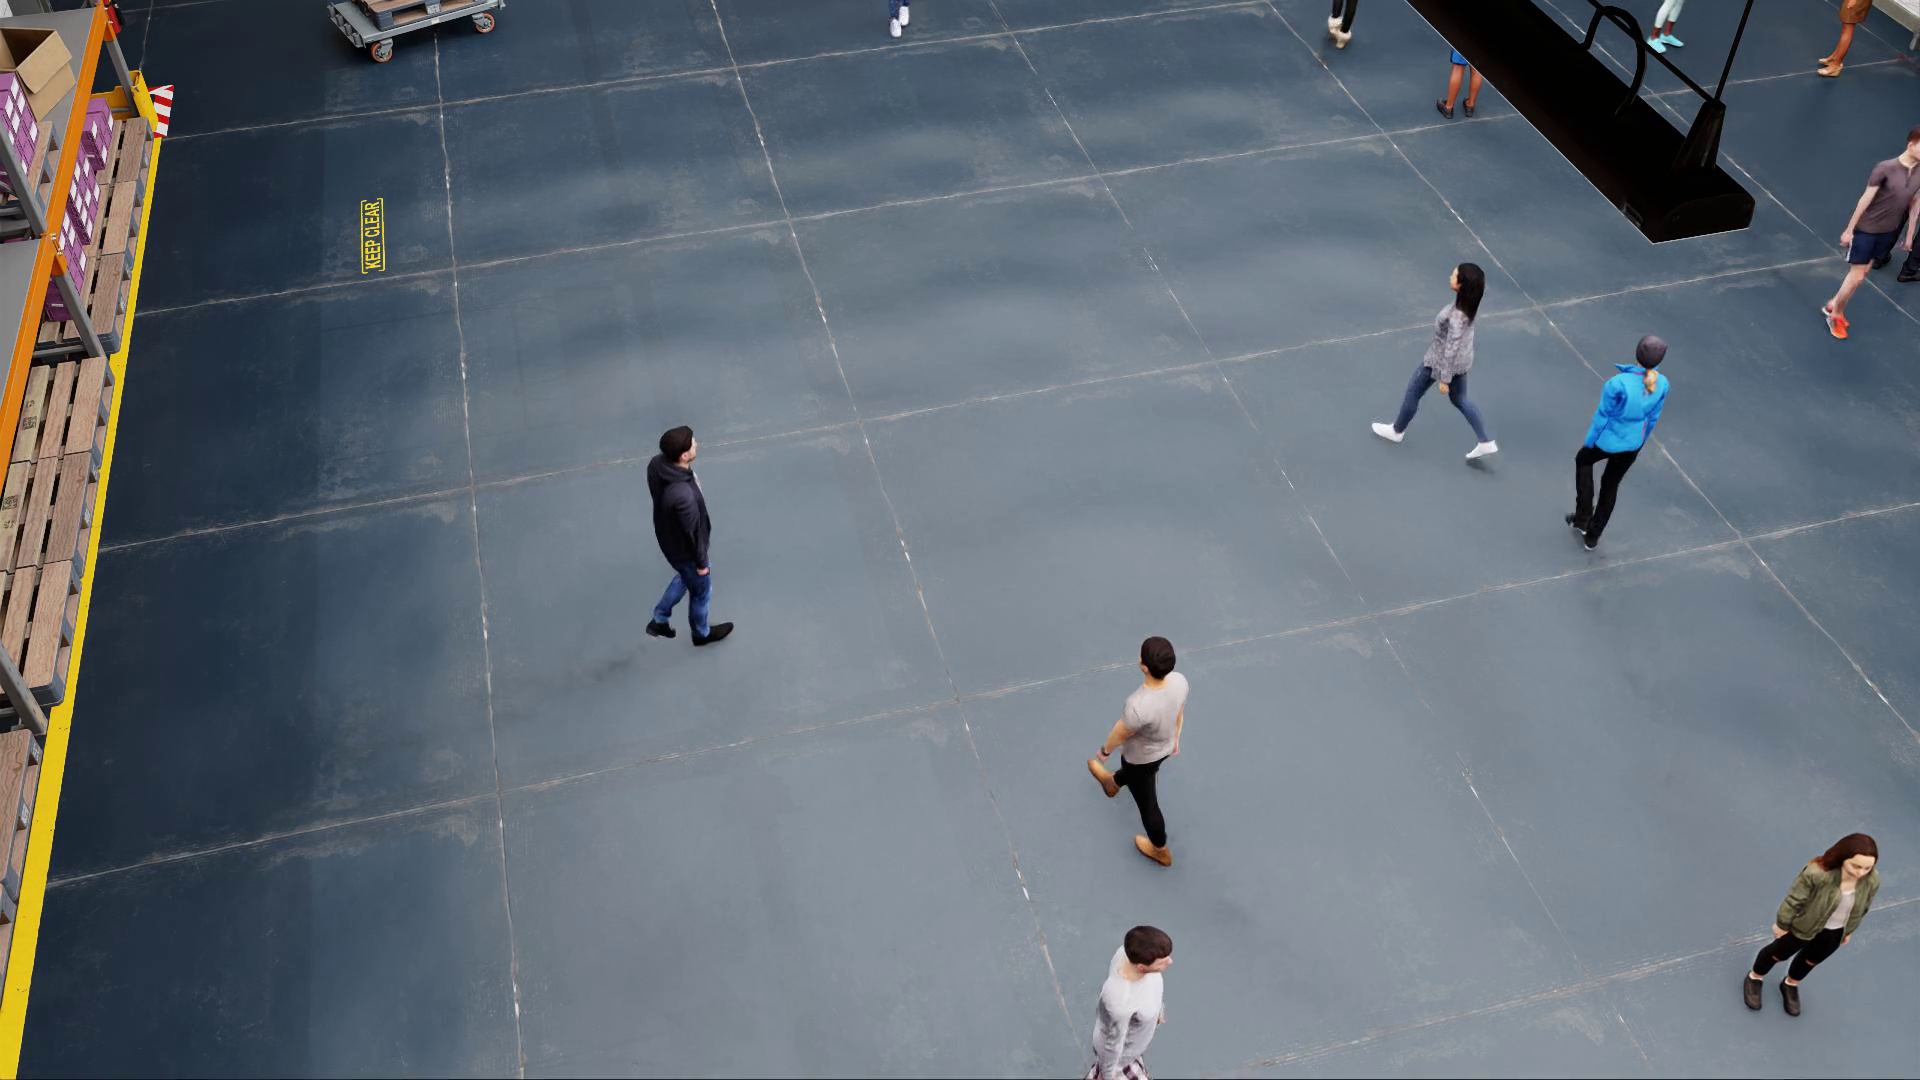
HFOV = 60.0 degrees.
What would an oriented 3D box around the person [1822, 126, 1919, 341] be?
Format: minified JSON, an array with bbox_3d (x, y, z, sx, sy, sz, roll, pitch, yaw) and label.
[{"bbox_3d":[7.410,-2.571,13.531,0.700,1.842,0.701,-7,44,-8],"label":"person"}]

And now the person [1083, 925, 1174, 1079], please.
[{"bbox_3d":[0.723,2.453,8.265,0.907,1.832,0.849,14,45,15],"label":"person"}]

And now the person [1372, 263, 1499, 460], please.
[{"bbox_3d":[3.692,-1.277,12.280,1.240,1.695,1.078,29,51,27],"label":"person"}]

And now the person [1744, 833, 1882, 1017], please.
[{"bbox_3d":[4.607,2.051,8.945,0.634,1.475,0.611,3,44,3],"label":"person"}]

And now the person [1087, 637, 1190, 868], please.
[{"bbox_3d":[1.134,1.263,9.620,0.936,1.687,1.149,-34,53,-30],"label":"person"}]

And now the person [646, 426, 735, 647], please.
[{"bbox_3d":[-1.860,0.046,10.757,0.875,1.880,0.857,-22,48,-22],"label":"person"}]

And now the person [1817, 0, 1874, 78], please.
[{"bbox_3d":[9.028,-5.481,16.696,0.698,1.690,0.630,19,47,19],"label":"person"}]

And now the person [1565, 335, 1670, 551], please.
[{"bbox_3d":[4.565,-0.609,11.517,0.705,1.781,0.714,0,44,0],"label":"person"}]
